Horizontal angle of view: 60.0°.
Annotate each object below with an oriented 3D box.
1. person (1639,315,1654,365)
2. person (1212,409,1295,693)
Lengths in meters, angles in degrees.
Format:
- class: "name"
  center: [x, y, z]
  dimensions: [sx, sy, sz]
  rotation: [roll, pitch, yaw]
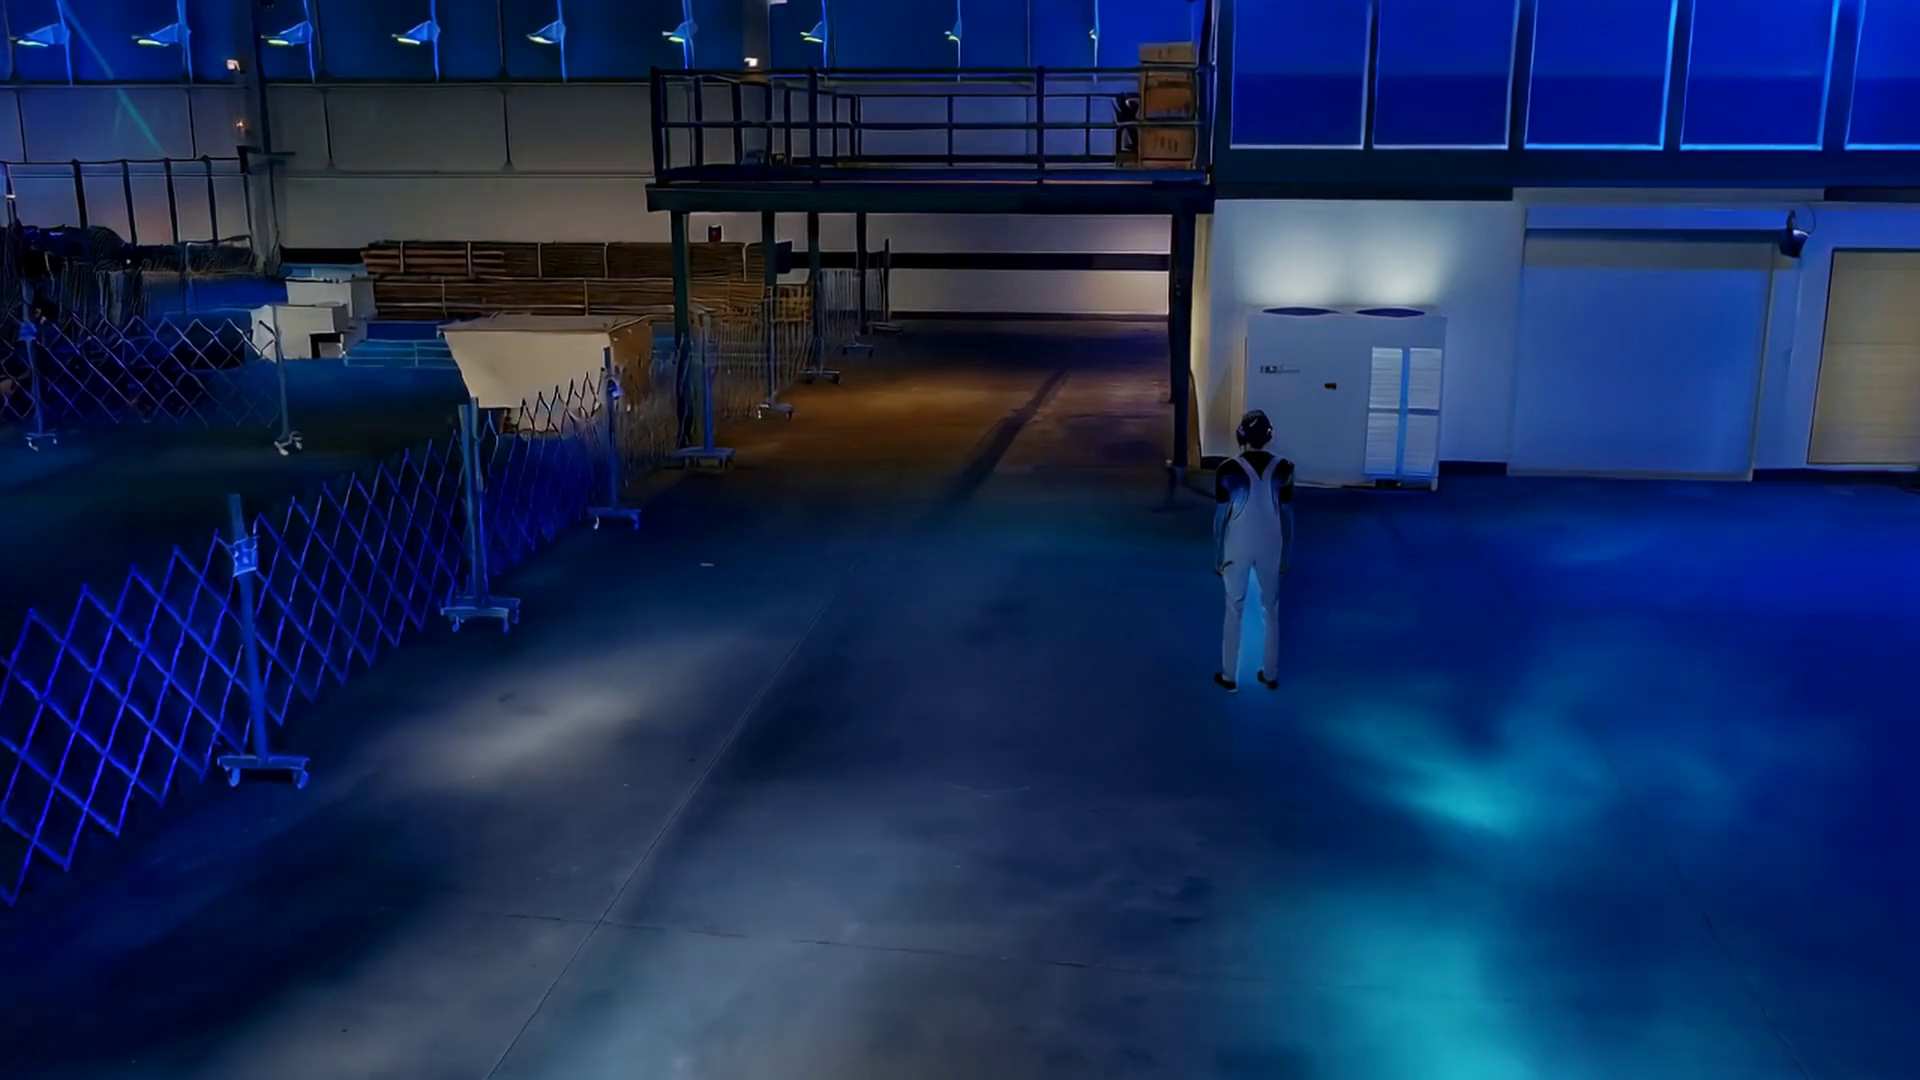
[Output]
- class: "person"
  center: [7.930, -2.104, 19.474]
  dimensions: [0.955, 1.862, 0.663]
  rotation: [-2, 14, -8]
- class: "person"
  center: [1.872, 0.075, 10.670]
  dimensions: [0.502, 1.837, 0.351]
  rotation: [-1, 14, -5]
